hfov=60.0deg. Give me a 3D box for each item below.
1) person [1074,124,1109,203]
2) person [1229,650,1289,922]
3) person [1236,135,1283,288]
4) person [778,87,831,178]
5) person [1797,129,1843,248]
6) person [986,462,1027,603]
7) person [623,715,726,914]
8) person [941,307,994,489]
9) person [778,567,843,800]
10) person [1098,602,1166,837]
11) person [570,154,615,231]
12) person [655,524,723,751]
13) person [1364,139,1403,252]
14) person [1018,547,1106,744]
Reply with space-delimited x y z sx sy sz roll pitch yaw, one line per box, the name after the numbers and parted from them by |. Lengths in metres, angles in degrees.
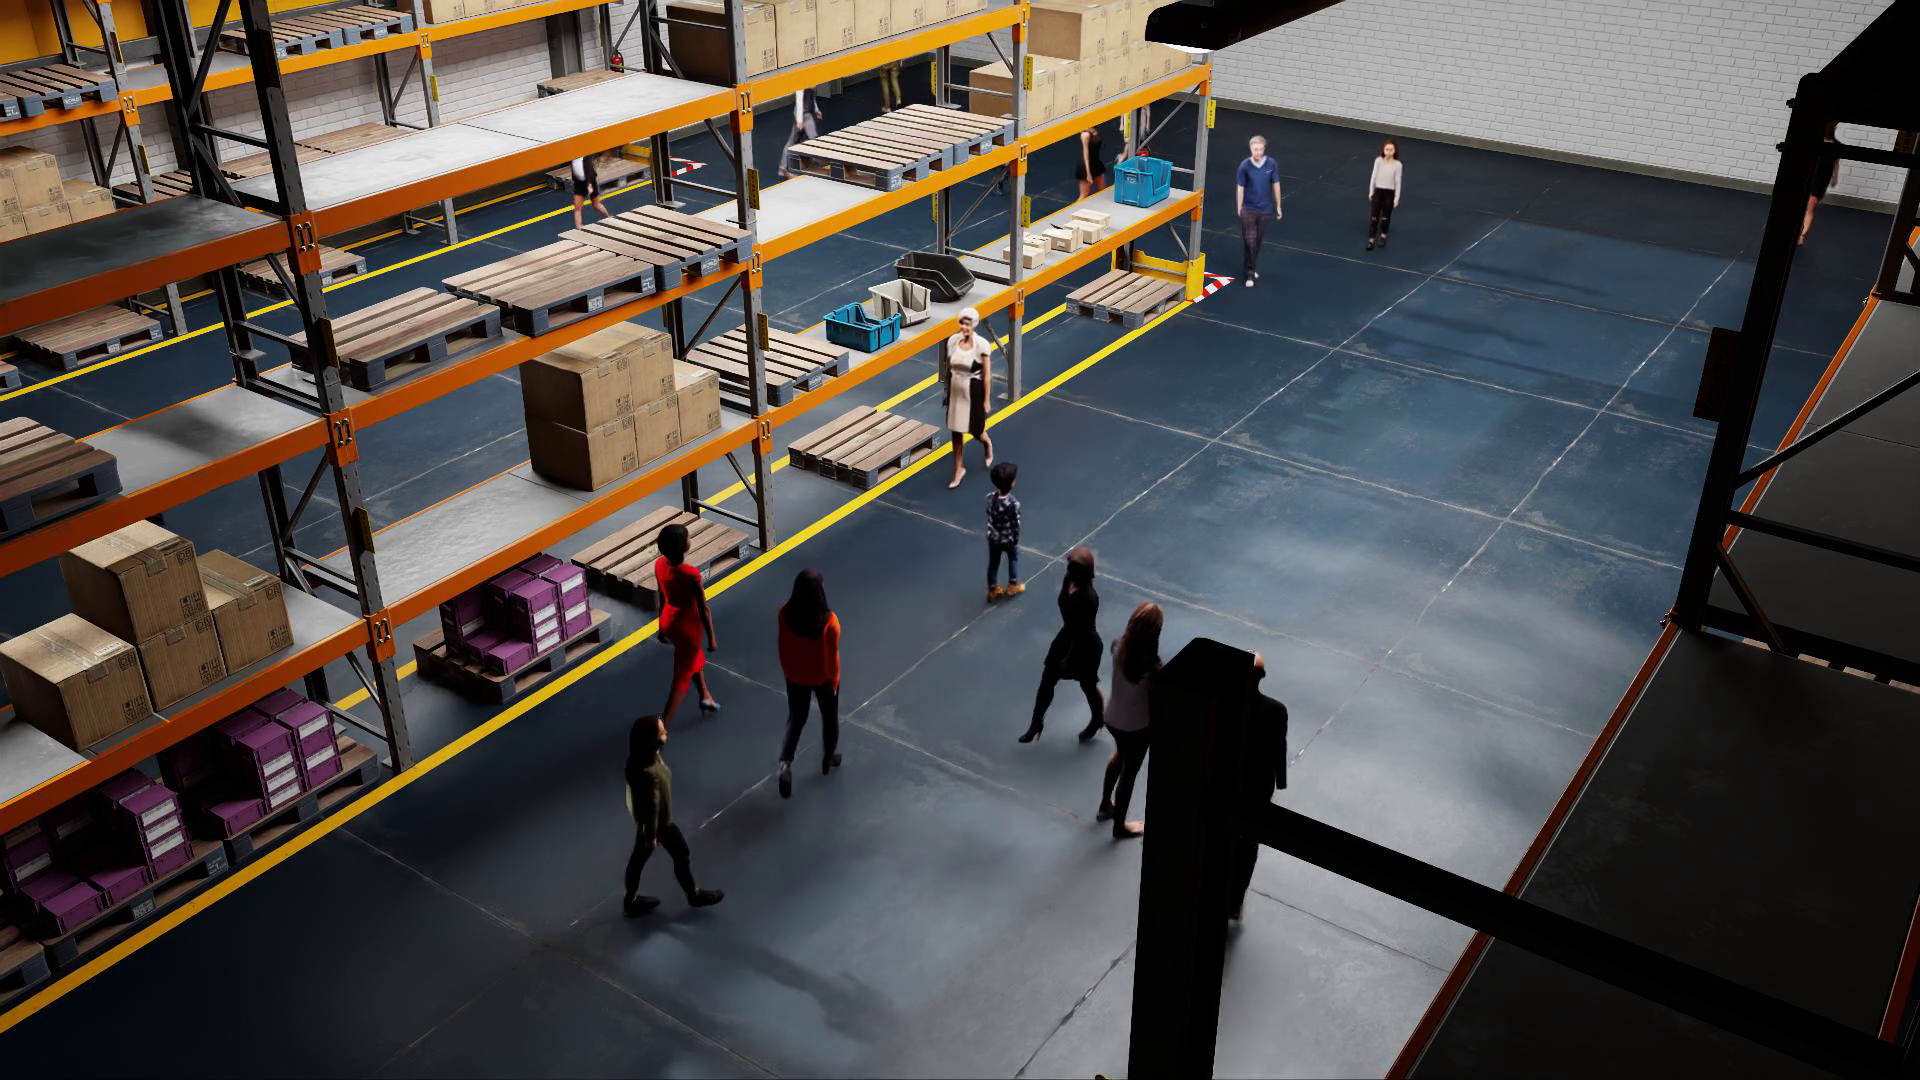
1.681 -5.038 22.491 0.660 1.665 0.590 16 33 27 | person
1.758 1.531 10.333 0.878 1.775 1.230 10 30 18 | person
3.635 -4.120 20.627 1.011 1.837 1.069 -7 29 -12 | person
-2.391 -6.221 24.426 1.224 1.888 1.229 -2 29 -4 | person
11.260 -4.724 21.913 0.756 1.666 1.068 12 31 21 | person
0.315 -0.039 13.772 0.517 1.238 0.579 15 32 26 | person
-1.972 1.743 10.284 0.974 1.449 0.871 -10 30 -18 | person
0.102 -1.363 15.672 0.672 1.742 0.853 16 32 27 | person
-1.058 0.990 11.374 0.806 1.728 1.083 10 30 17 | person
1.097 1.195 11.009 0.664 1.717 0.676 -18 34 -30 | person
-4.934 -4.789 22.172 0.623 1.533 1.053 14 31 23 | person
-2.035 0.720 11.889 0.595 1.707 1.081 18 34 30 | person
5.578 -4.536 21.792 0.674 1.453 0.927 12 31 21 | person
0.925 0.770 11.833 1.001 1.674 0.845 -13 31 -22 | person
